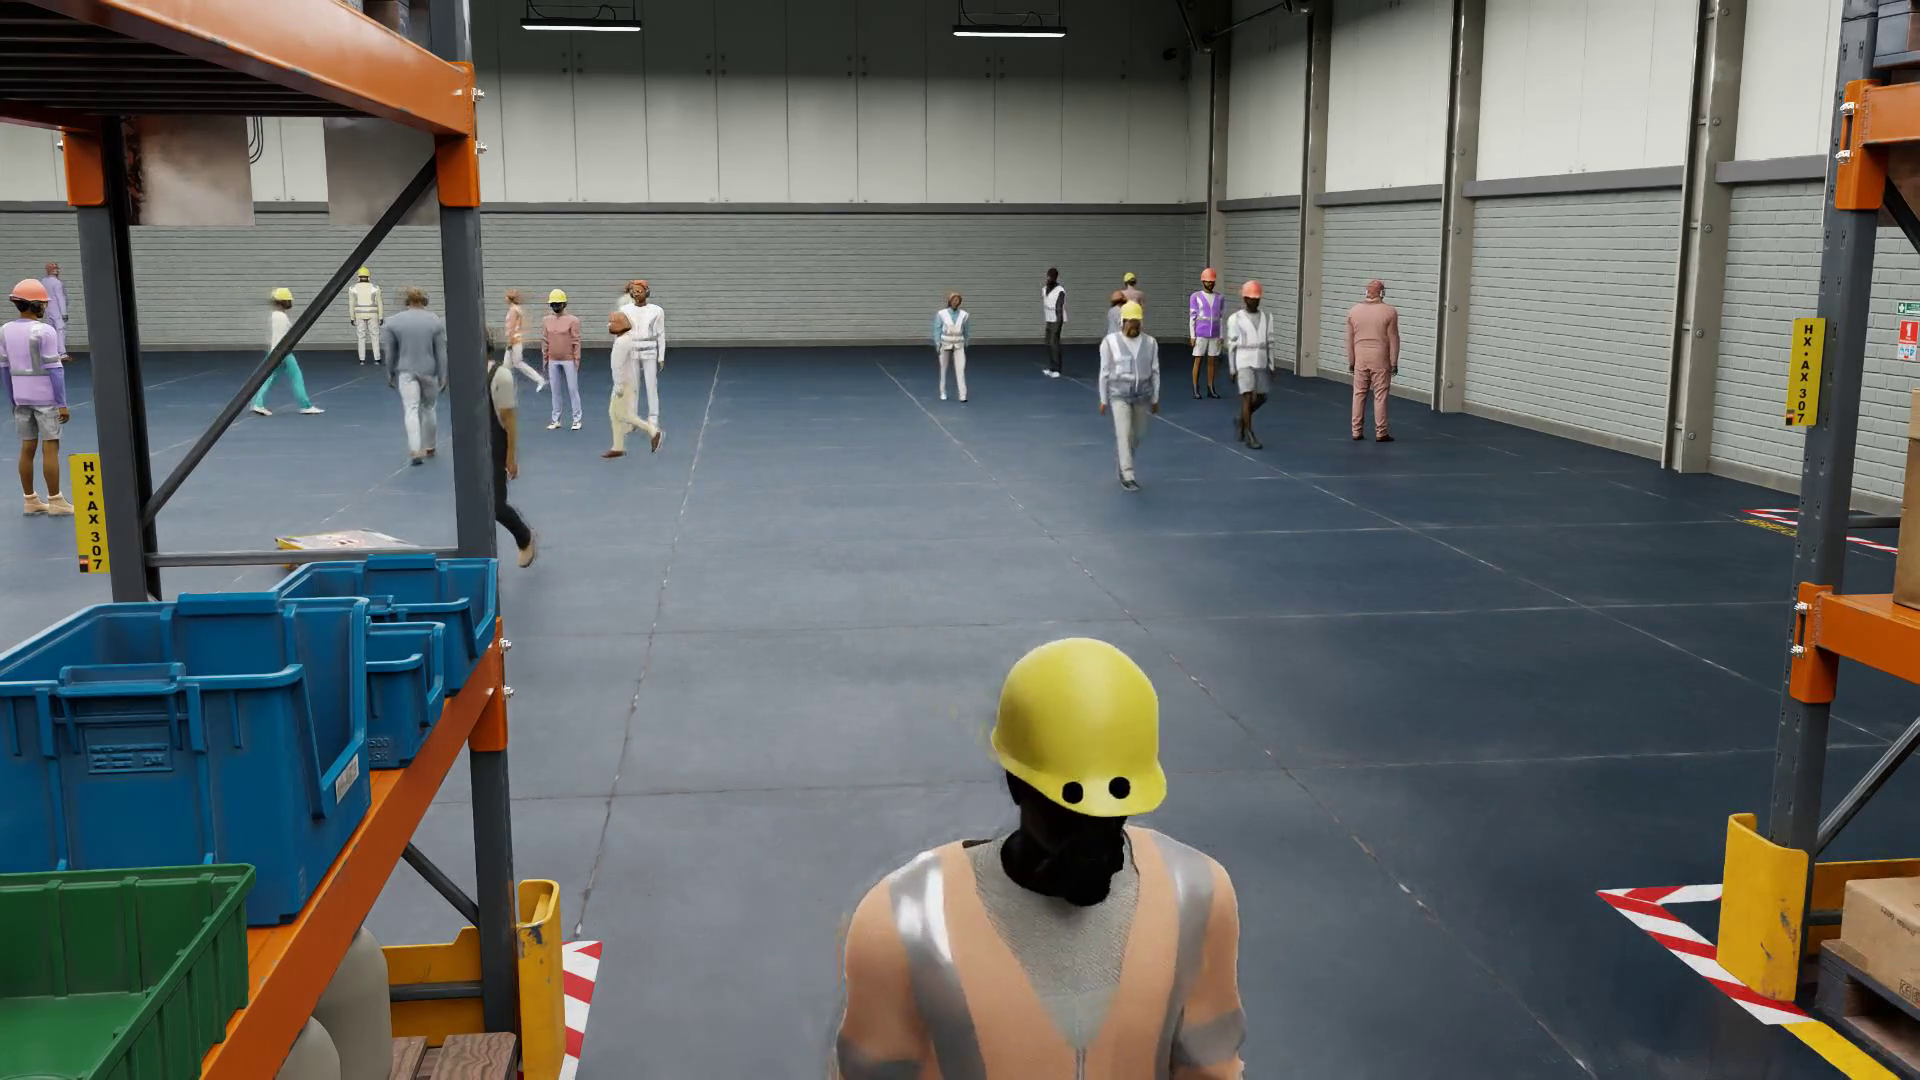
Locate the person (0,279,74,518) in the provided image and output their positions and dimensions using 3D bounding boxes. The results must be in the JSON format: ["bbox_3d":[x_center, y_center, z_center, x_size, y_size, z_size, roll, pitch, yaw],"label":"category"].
[{"bbox_3d":[-7.916,-1.210,14.301,0.613,2.043,0.374,3,11,17],"label":"person"}]

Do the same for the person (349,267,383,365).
[{"bbox_3d":[-11.198,-4.221,31.390,0.603,1.828,0.404,-3,11,-15],"label":"person"}]

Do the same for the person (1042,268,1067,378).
[{"bbox_3d":[1.604,-3.721,28.539,0.440,1.873,0.732,-5,11,-23],"label":"person"}]

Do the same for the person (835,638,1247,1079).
[{"bbox_3d":[0.135,1.046,2.424,0.591,1.866,1.018,-4,11,-21],"label":"person"}]

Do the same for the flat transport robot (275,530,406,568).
[{"bbox_3d":[-4.339,0.119,11.876,0.652,0.197,1.431,-9,13,-40],"label":"flat transport robot"}]

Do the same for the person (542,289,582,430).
[{"bbox_3d":[-4.980,-2.245,20.768,0.522,1.759,0.349,3,11,14],"label":"person"}]

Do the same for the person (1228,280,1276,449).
[{"bbox_3d":[3.317,-2.020,19.072,0.556,1.920,0.735,-3,11,-18],"label":"person"}]

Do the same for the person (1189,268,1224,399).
[{"bbox_3d":[3.682,-3.062,24.742,0.548,1.937,0.358,-3,11,-16],"label":"person"}]

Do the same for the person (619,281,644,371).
[{"bbox_3d":[-5.808,-3.800,29.698,0.757,1.605,0.520,5,12,27],"label":"person"}]

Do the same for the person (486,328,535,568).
[{"bbox_3d":[-3.259,-0.600,11.542,0.533,1.833,0.634,4,11,22],"label":"person"}]

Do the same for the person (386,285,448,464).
[{"bbox_3d":[-5.796,-1.769,17.791,0.641,1.901,1.002,-3,11,-17],"label":"person"}]

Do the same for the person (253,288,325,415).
[{"bbox_3d":[-9.158,-2.533,22.452,0.902,1.724,0.536,-7,13,-34],"label":"person"}]

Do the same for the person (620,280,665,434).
[{"bbox_3d":[-3.893,-2.231,20.339,0.573,1.883,0.355,0,10,1],"label":"person"}]

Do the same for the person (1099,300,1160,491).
[{"bbox_3d":[1.621,-1.406,16.025,0.599,1.810,0.779,-3,11,-14],"label":"person"}]

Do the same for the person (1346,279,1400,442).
[{"bbox_3d":[4.875,-2.108,19.604,0.642,1.906,0.410,7,13,35],"label":"person"}]

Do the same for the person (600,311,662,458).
[{"bbox_3d":[-3.609,-1.684,18.082,0.593,1.610,0.503,-3,11,-16],"label":"person"}]

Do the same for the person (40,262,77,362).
[{"bbox_3d":[-17.460,-4.404,32.166,0.651,1.913,0.410,6,12,31],"label":"person"}]

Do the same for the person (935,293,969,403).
[{"bbox_3d":[-0.118,-2.819,24.369,0.524,1.593,0.875,-2,11,-11],"label":"person"}]

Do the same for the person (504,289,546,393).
[{"bbox_3d":[-6.760,-3.030,25.456,0.705,1.615,0.520,-4,11,-19],"label":"person"}]

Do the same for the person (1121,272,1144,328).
[{"bbox_3d":[3.097,-4.002,30.394,0.534,1.762,0.439,-2,11,-12],"label":"person"}]

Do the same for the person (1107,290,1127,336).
[{"bbox_3d":[2.352,-2.910,24.808,0.363,1.605,0.657,-3,11,-17],"label":"person"}]
